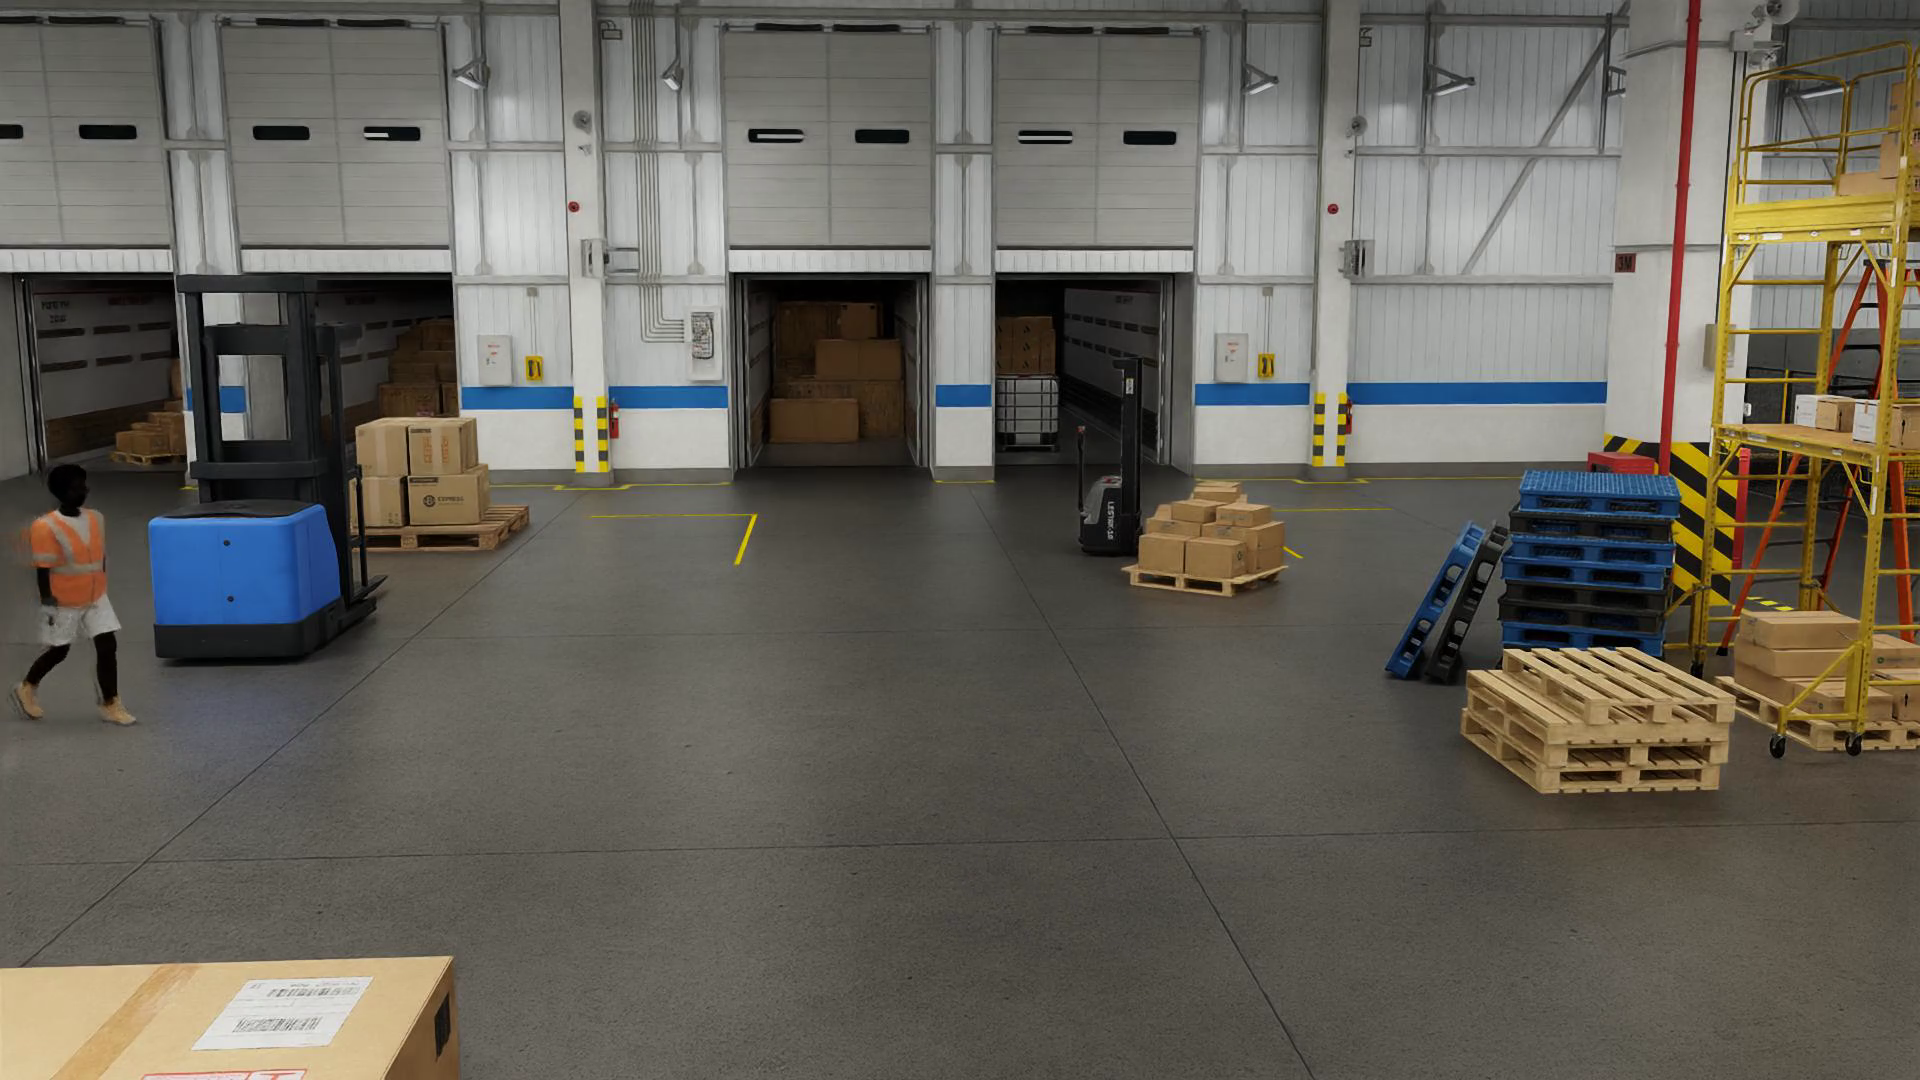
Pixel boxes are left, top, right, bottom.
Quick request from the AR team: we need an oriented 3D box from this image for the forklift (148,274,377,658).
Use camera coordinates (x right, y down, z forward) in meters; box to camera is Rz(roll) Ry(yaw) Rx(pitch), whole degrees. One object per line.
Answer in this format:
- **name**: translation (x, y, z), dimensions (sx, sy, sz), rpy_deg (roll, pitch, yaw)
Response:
- **forklift**: translation (-5.348, -0.627, 12.681), dimensions (1.129, 2.768, 1.873), rpy_deg (-1, 9, -4)

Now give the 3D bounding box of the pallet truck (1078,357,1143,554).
- **pallet truck**: translation (2.088, -0.836, 16.757), dimensions (1.885, 1.965, 0.823), rpy_deg (2, 9, 13)

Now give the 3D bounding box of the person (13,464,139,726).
- **person**: translation (-5.588, 0.346, 10.385), dimensions (0.768, 1.673, 0.539), rpy_deg (4, 10, 21)
